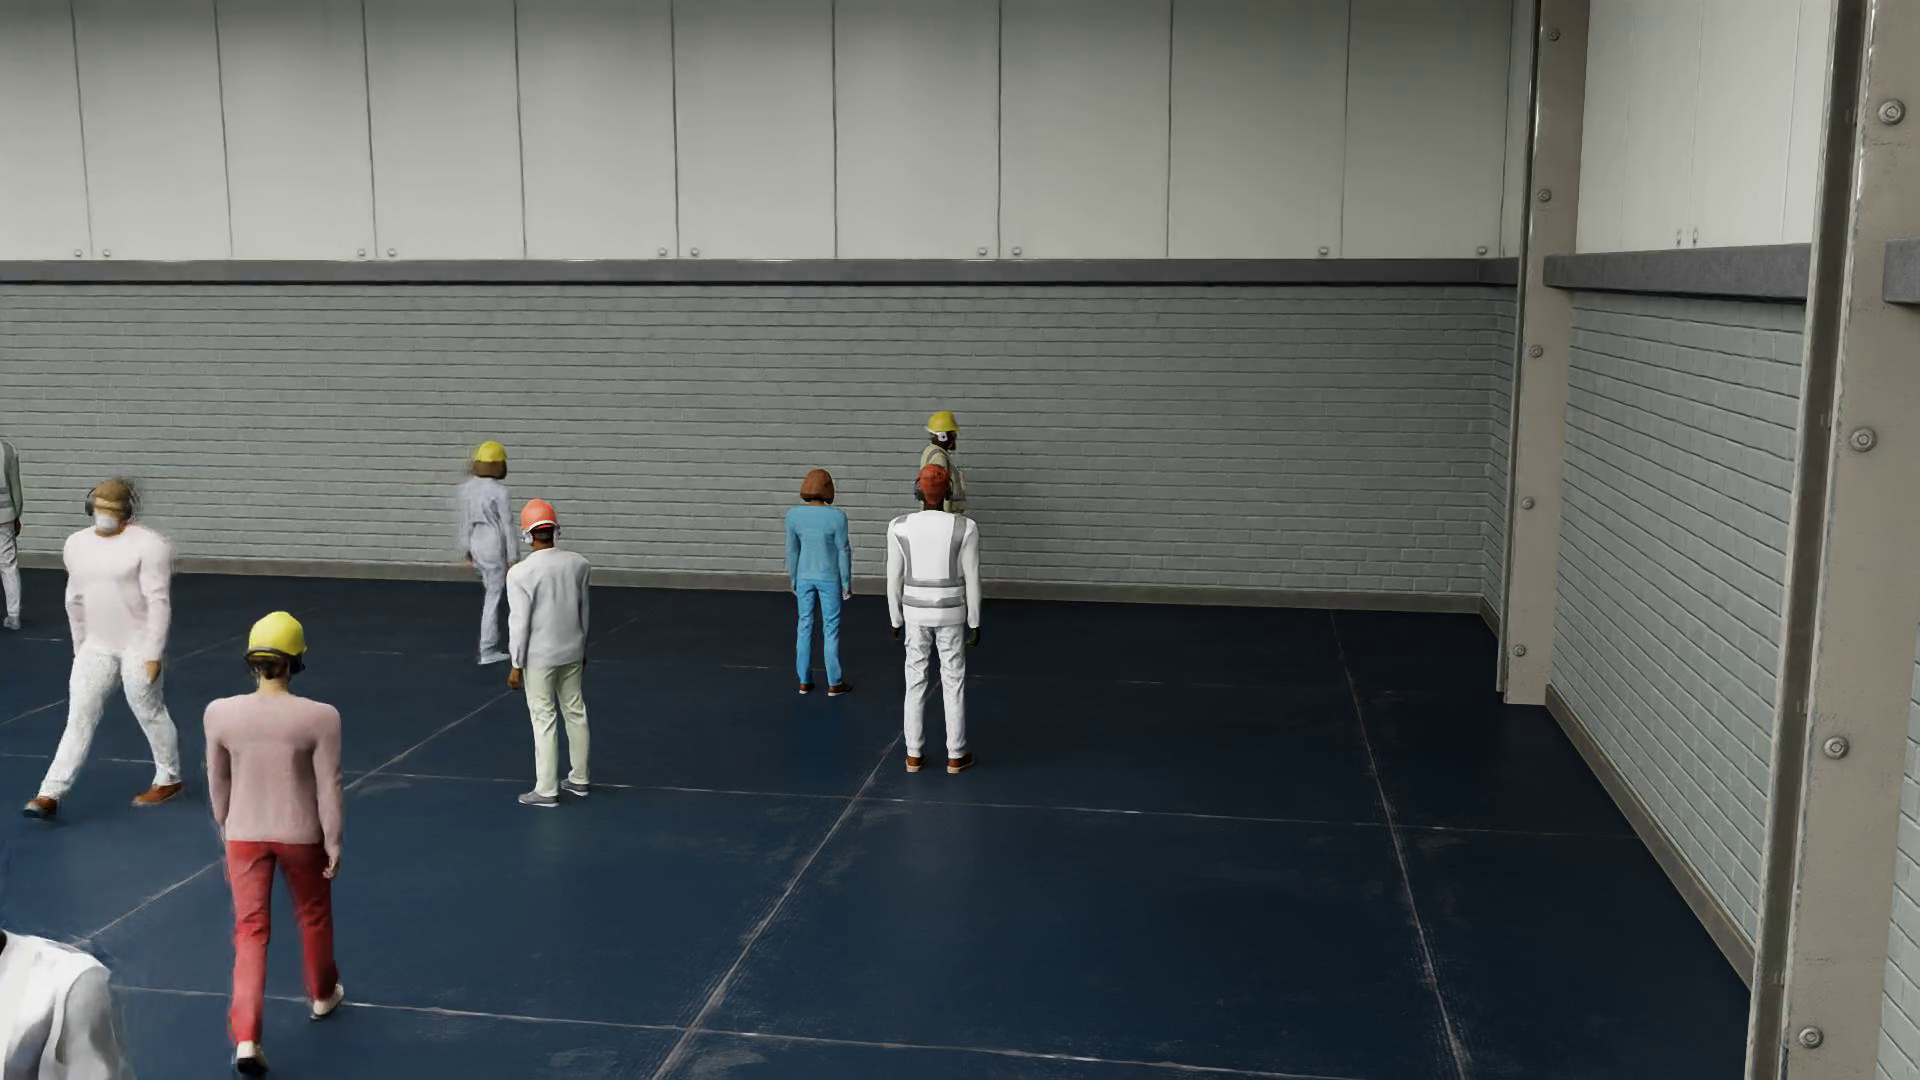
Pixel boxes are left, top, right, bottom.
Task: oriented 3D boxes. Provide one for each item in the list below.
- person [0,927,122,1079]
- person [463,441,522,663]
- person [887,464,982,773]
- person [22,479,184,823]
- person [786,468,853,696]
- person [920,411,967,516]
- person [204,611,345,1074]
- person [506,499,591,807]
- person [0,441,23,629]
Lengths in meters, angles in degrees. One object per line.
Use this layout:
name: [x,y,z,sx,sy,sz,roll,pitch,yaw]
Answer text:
person: [-2.125,1.516,3.667,0.610,1.868,0.475,2,9,12]
person: [-3.595,0.086,12.930,0.503,1.724,0.534,7,11,35]
person: [-0.149,0.476,10.041,0.578,1.884,0.353,1,9,9]
person: [-4.698,0.625,9.112,0.661,1.889,0.877,1,9,8]
person: [-1.001,0.302,11.893,0.497,1.632,0.289,3,10,20]
person: [-0.143,-0.198,14.350,0.404,1.836,0.590,-2,9,-10]
person: [-2.643,1.140,6.424,0.522,1.730,0.857,-2,9,-10]
person: [-2.349,0.637,9.462,0.339,1.747,0.564,7,12,37]
person: [-8.146,-0.180,13.894,0.389,1.948,0.605,6,11,34]
